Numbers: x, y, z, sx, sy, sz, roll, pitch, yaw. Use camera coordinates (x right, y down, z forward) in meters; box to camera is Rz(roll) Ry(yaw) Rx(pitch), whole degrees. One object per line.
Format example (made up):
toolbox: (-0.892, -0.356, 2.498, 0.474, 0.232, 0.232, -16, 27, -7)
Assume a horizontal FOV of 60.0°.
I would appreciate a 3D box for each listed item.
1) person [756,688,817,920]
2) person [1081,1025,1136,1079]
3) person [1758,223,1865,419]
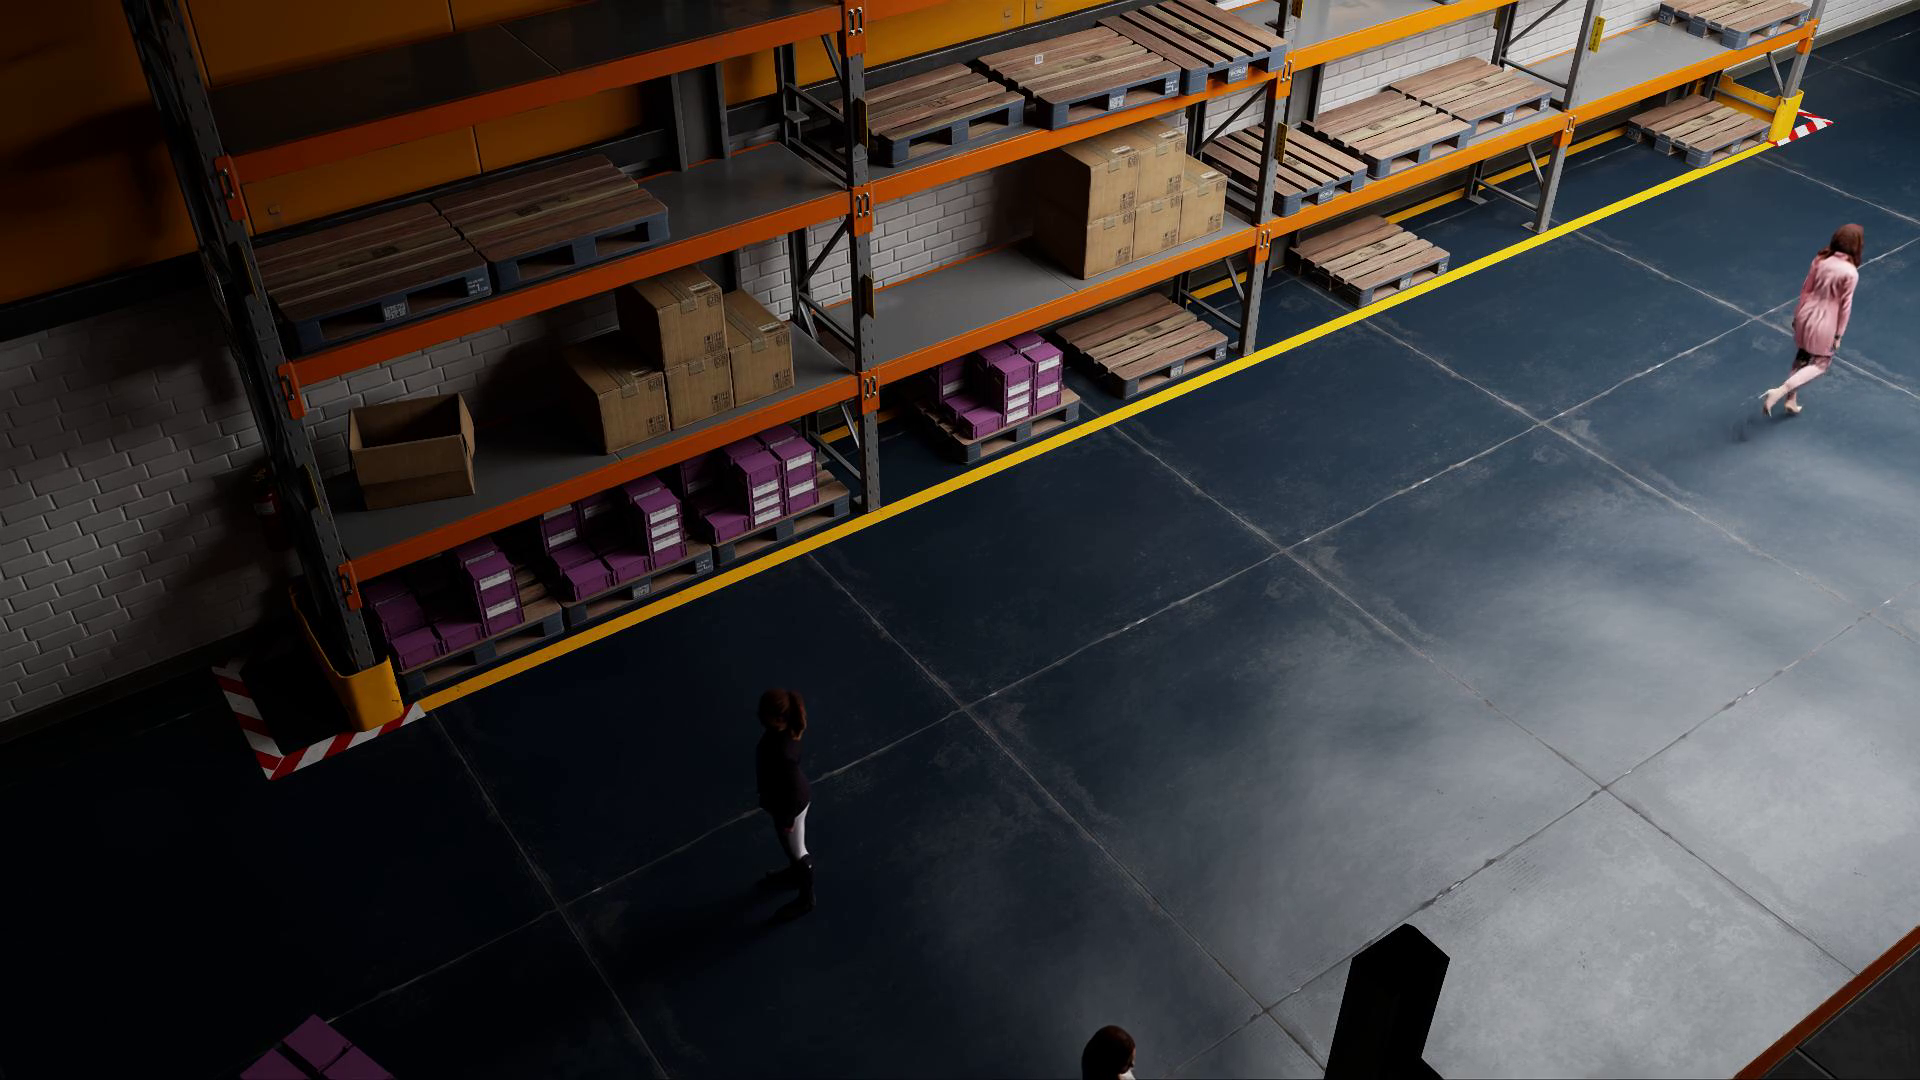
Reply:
person: (-1.004, 1.506, 9.602, 0.649, 1.729, 0.645, -9, 39, -11)
person: (0.659, 2.865, 7.903, 0.714, 1.726, 0.621, 13, 40, 15)
person: (6.951, -1.721, 13.596, 0.893, 1.788, 0.719, -16, 41, -19)
